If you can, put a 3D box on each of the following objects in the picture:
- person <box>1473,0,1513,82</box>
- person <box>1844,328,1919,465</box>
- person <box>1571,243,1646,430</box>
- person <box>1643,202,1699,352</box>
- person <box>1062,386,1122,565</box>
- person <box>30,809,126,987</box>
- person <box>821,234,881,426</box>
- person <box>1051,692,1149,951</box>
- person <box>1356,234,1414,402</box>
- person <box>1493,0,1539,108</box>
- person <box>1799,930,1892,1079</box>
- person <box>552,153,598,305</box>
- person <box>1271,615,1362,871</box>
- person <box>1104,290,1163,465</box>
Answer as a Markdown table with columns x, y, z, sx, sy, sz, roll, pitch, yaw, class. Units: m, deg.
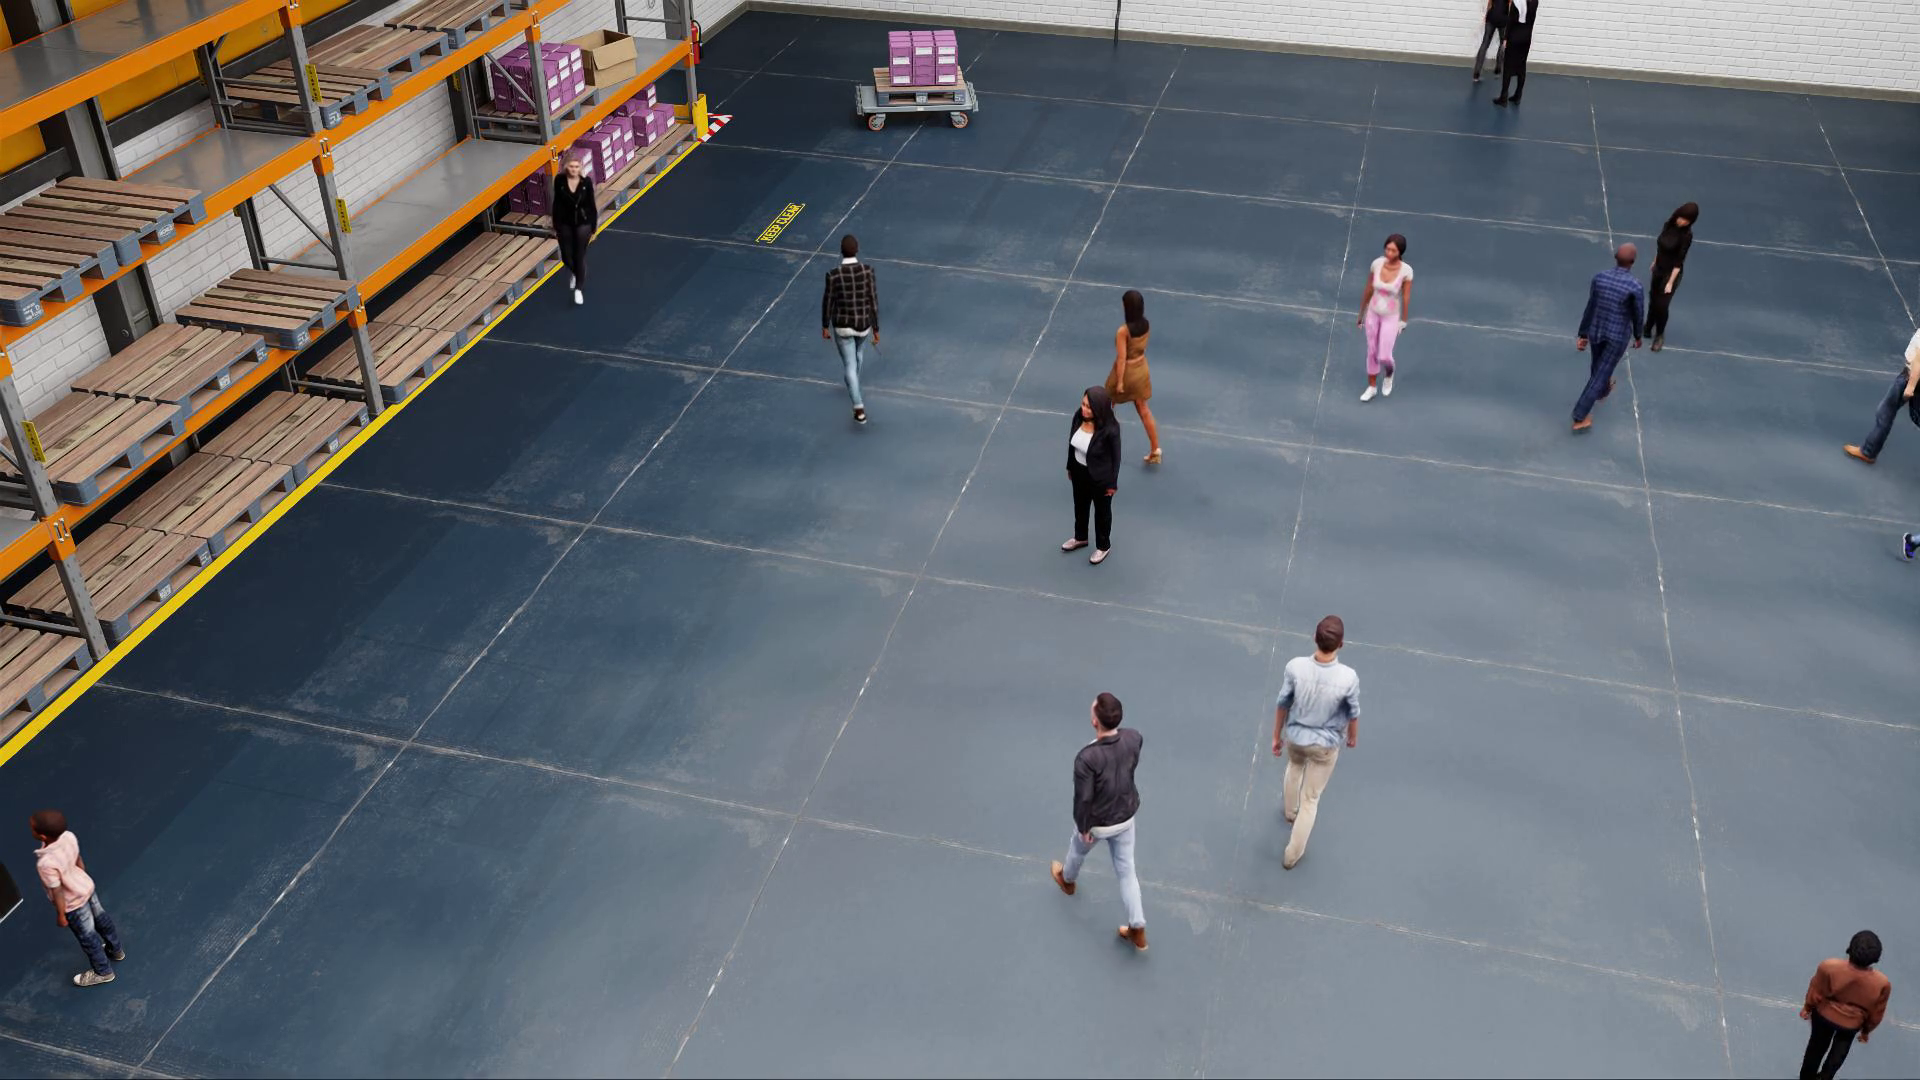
| x | y | z | sx | sy | sz | roll | pitch | yaw | class |
| --- | --- | --- | --- | --- | --- | --- | --- | --- | --- |
| 7.699 | -7.473 | 23.905 | 1.178 | 1.803 | 1.109 | -23 | 40 | -30 | person |
| 8.598 | -1.379 | 14.720 | 1.217 | 1.823 | 1.176 | -24 | 41 | -32 | person |
| 6.004 | -1.848 | 15.486 | 1.280 | 1.755 | 1.090 | -26 | 42 | -34 | person |
| 7.198 | -2.743 | 16.962 | 0.864 | 1.611 | 0.684 | -2 | 34 | -2 | person |
| 1.103 | -0.557 | 13.671 | 0.760 | 1.615 | 0.774 | 26 | 42 | 33 | person |
| -5.288 | 2.114 | 9.930 | 0.616 | 1.307 | 0.486 | 0 | 34 | 0 | person |
| -1.002 | -1.944 | 15.611 | 1.110 | 1.776 | 1.330 | -9 | 35 | -13 | person |
| 0.947 | 1.727 | 10.065 | 1.148 | 1.802 | 1.221 | -17 | 37 | -24 | person |
| 4.096 | -2.157 | 15.972 | 0.704 | 1.732 | 0.758 | 23 | 40 | 31 | person |
| 7.770 | -6.927 | 23.108 | 0.684 | 1.777 | 0.702 | -9 | 35 | -14 | person |
| 4.839 | 2.659 | 9.161 | 0.567 | 1.251 | 0.558 | 15 | 36 | 21 | person |
| -4.118 | -3.389 | 17.888 | 0.781 | 1.661 | 0.857 | -1 | 34 | -2 | person |
| 2.219 | 1.340 | 10.629 | 0.808 | 1.823 | 1.014 | 18 | 38 | 25 | person |
| 1.591 | -1.418 | 14.937 | 1.097 | 1.646 | 1.016 | -28 | 43 | -35 | person |
